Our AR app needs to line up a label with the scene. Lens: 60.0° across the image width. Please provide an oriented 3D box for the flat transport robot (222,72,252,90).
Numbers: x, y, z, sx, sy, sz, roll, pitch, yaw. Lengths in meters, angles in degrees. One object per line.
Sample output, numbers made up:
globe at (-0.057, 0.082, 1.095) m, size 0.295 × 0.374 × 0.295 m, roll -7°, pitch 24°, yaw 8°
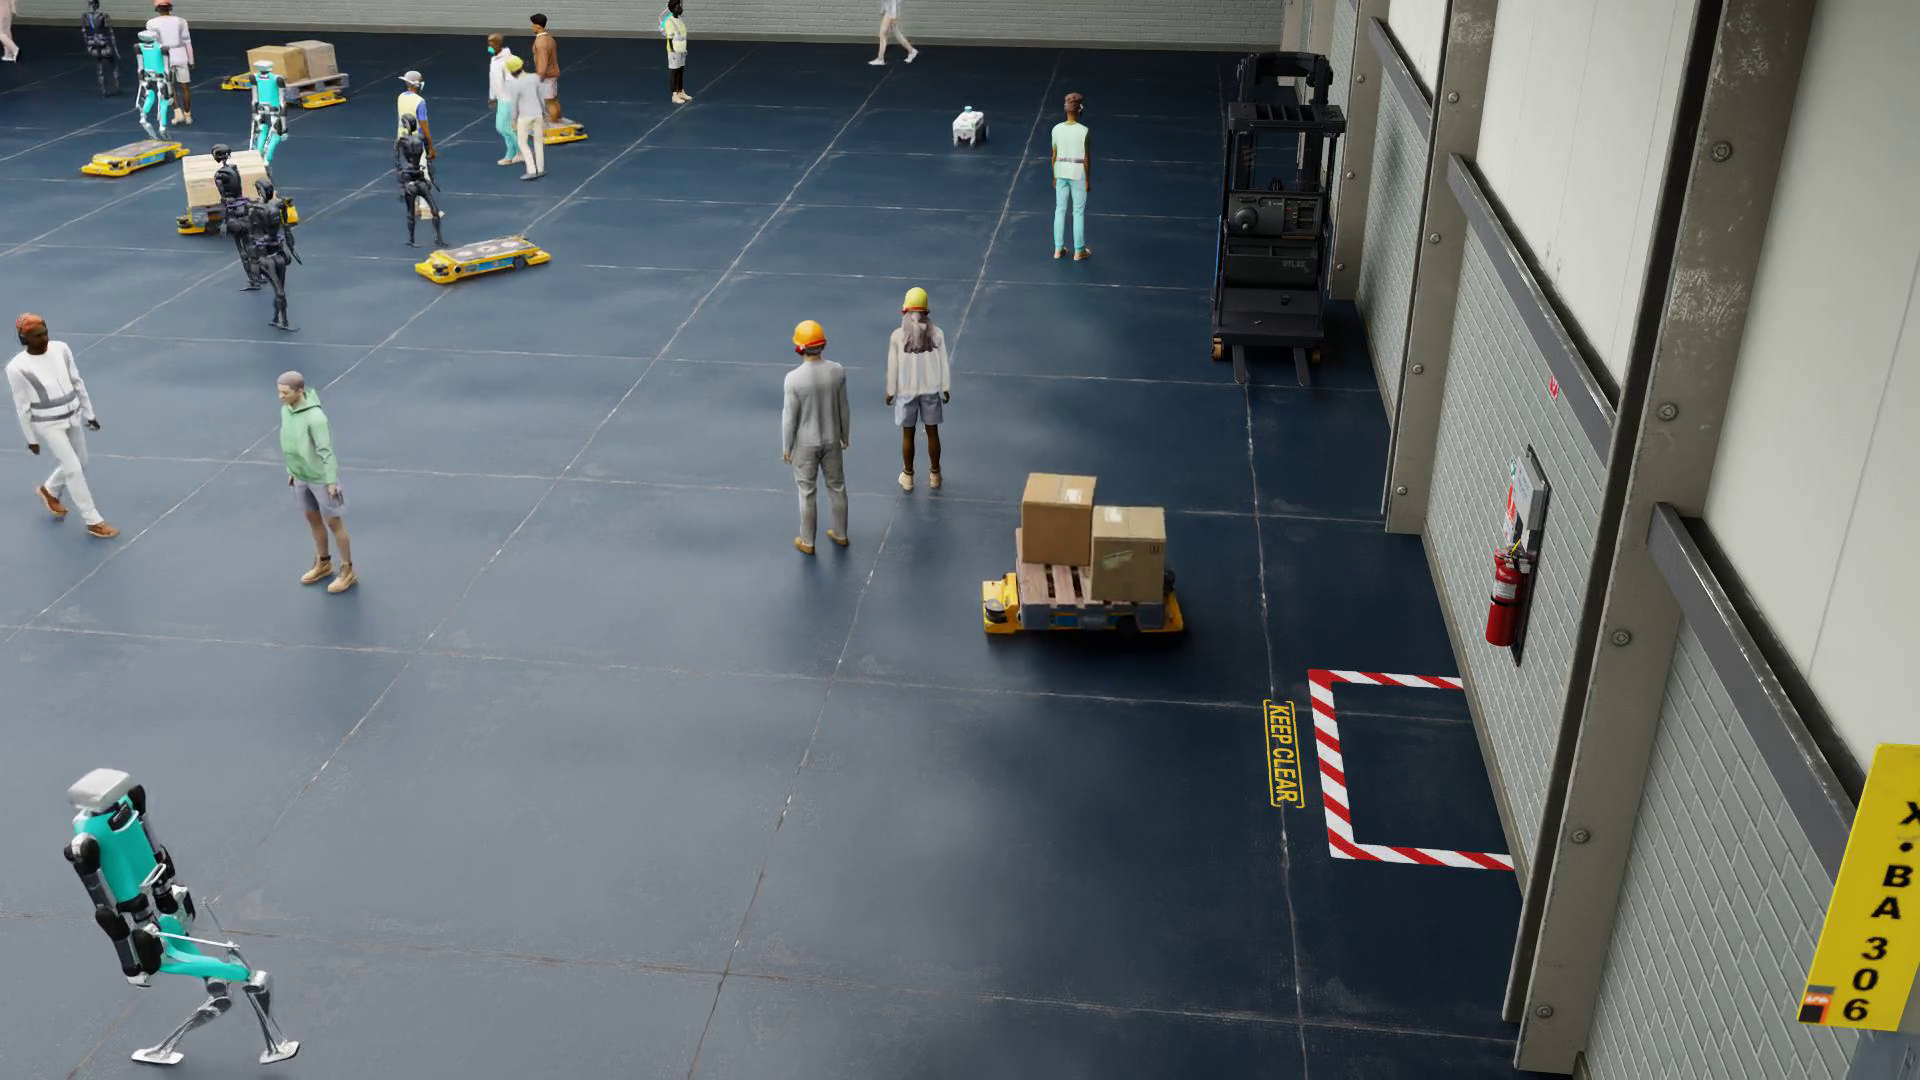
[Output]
flat transport robot at (-12.122, -8.010, 29.129) m, size 1.431 × 0.231 × 0.659 m, roll 8°, pitch 28°, yaw 15°

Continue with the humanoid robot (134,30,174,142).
humanoid robot at (-11.984, -6.563, 24.636) m, size 0.551 × 1.812 × 0.762 m, roll 3°, pitch 27°, yaw 7°

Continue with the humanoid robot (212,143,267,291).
humanoid robot at (-8.219, -3.672, 18.882) m, size 0.315 × 1.657 × 0.599 m, roll 1°, pitch 27°, yaw 1°

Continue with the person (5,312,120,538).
person at (-7.224, -0.937, 13.239) m, size 0.824 × 1.861 × 0.580 m, roll 9°, pitch 28°, yaw 17°

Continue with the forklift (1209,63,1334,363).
forklift at (3.241, -3.477, 17.183) m, size 1.129 × 2.768 × 1.873 m, roll 3°, pitch 27°, yaw 6°

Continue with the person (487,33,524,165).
person at (-6.610, -6.354, 24.015) m, size 0.432 × 1.893 × 0.540 m, roll -16°, pitch 31°, yaw -29°

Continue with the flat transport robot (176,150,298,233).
flat transport robot at (-9.360, -4.200, 21.523) m, size 1.431 × 0.231 × 0.659 m, roll -12°, pitch 29°, yaw -22°

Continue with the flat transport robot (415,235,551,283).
flat transport robot at (-5.688, -3.353, 19.832) m, size 1.431 × 0.231 × 0.659 m, roll -20°, pitch 33°, yaw -35°

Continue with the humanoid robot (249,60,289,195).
humanoid robot at (-9.450, -5.547, 22.583) m, size 0.544 × 1.782 × 0.813 m, roll 6°, pitch 27°, yaw 12°

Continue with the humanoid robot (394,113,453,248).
humanoid robot at (-6.625, -4.378, 20.317) m, size 0.590 × 1.638 × 0.589 m, roll 15°, pitch 30°, yaw 27°

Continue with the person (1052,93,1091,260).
person at (1.325, -4.330, 19.880) m, size 0.482 × 1.978 × 0.405 m, roll 11°, pitch 29°, yaw 22°

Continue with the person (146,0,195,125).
person at (-12.458, -7.599, 26.350) m, size 0.613 × 2.030 × 0.471 m, roll -14°, pitch 30°, yaw -26°

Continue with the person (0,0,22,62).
person at (-17.925, -9.885, 31.068) m, size 0.692 × 1.889 × 0.655 m, roll 9°, pitch 28°, yaw 18°

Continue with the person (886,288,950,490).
person at (-0.347, -1.252, 13.966) m, size 0.544 × 1.764 × 0.398 m, roll -4°, pitch 27°, yaw -8°

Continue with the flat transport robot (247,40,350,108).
flat transport robot at (-11.158, -7.522, 28.154) m, size 1.431 × 0.231 × 0.659 m, roll 16°, pitch 31°, yaw 28°

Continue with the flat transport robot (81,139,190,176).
flat transport robot at (-12.043, -5.593, 24.305) m, size 0.659 × 0.231 × 1.431 m, roll 9°, pitch 28°, yaw 17°

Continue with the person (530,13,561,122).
person at (-6.371, -7.188, 25.715) m, size 0.384 × 1.853 × 0.801 m, roll 0°, pitch 27°, yaw 0°

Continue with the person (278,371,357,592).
person at (-4.809, -0.447, 12.394) m, size 0.472 × 1.736 × 0.328 m, roll 14°, pitch 30°, yaw 26°

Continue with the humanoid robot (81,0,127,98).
humanoid robot at (-14.668, -8.413, 28.363) m, size 0.601 × 1.649 × 0.433 m, roll 2°, pitch 27°, yaw 4°

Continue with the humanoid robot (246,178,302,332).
humanoid robot at (-7.251, -3.014, 17.597) m, size 0.552 × 1.645 × 0.613 m, roll 12°, pitch 29°, yaw 23°

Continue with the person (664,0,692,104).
person at (-4.748, -8.227, 27.967) m, size 0.318 × 1.696 × 0.533 m, roll 8°, pitch 28°, yaw 15°

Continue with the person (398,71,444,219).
person at (-7.034, -5.114, 21.562) m, size 0.521 × 1.879 × 0.424 m, roll 20°, pitch 33°, yaw 34°

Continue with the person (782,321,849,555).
person at (-1.118, -0.793, 12.921) m, size 0.574 × 1.889 × 0.378 m, roll -13°, pitch 30°, yaw -25°

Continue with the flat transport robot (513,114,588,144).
flat transport robot at (-6.444, -6.434, 25.982) m, size 0.659 × 0.231 × 1.431 m, roll -19°, pitch 32°, yaw -33°

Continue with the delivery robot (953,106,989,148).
delivery robot at (0.133, -6.334, 25.450) m, size 0.499 × 0.581 × 0.767 m, roll 6°, pitch 27°, yaw 12°

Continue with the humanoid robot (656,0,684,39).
humanoid robot at (-5.521, -10.155, 31.628) m, size 0.735 × 1.673 × 0.533 m, roll -7°, pitch 28°, yaw -14°

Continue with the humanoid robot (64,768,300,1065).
humanoid robot at (-3.575, 1.872, 7.858) m, size 1.066 × 1.771 × 0.530 m, roll 1°, pitch 27°, yaw 2°

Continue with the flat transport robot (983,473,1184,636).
flat transport robot at (0.893, 0.450, 12.241) m, size 1.431 × 0.231 × 0.659 m, roll 0°, pitch 27°, yaw 0°

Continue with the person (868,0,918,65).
person at (-1.250, -9.775, 30.902) m, size 0.889 × 1.844 × 0.510 m, roll -2°, pitch 27°, yaw -3°

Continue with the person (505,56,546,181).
person at (-6.050, -5.915, 23.331) m, size 0.348 × 1.722 × 0.627 m, roll 22°, pitch 34°, yaw 37°
